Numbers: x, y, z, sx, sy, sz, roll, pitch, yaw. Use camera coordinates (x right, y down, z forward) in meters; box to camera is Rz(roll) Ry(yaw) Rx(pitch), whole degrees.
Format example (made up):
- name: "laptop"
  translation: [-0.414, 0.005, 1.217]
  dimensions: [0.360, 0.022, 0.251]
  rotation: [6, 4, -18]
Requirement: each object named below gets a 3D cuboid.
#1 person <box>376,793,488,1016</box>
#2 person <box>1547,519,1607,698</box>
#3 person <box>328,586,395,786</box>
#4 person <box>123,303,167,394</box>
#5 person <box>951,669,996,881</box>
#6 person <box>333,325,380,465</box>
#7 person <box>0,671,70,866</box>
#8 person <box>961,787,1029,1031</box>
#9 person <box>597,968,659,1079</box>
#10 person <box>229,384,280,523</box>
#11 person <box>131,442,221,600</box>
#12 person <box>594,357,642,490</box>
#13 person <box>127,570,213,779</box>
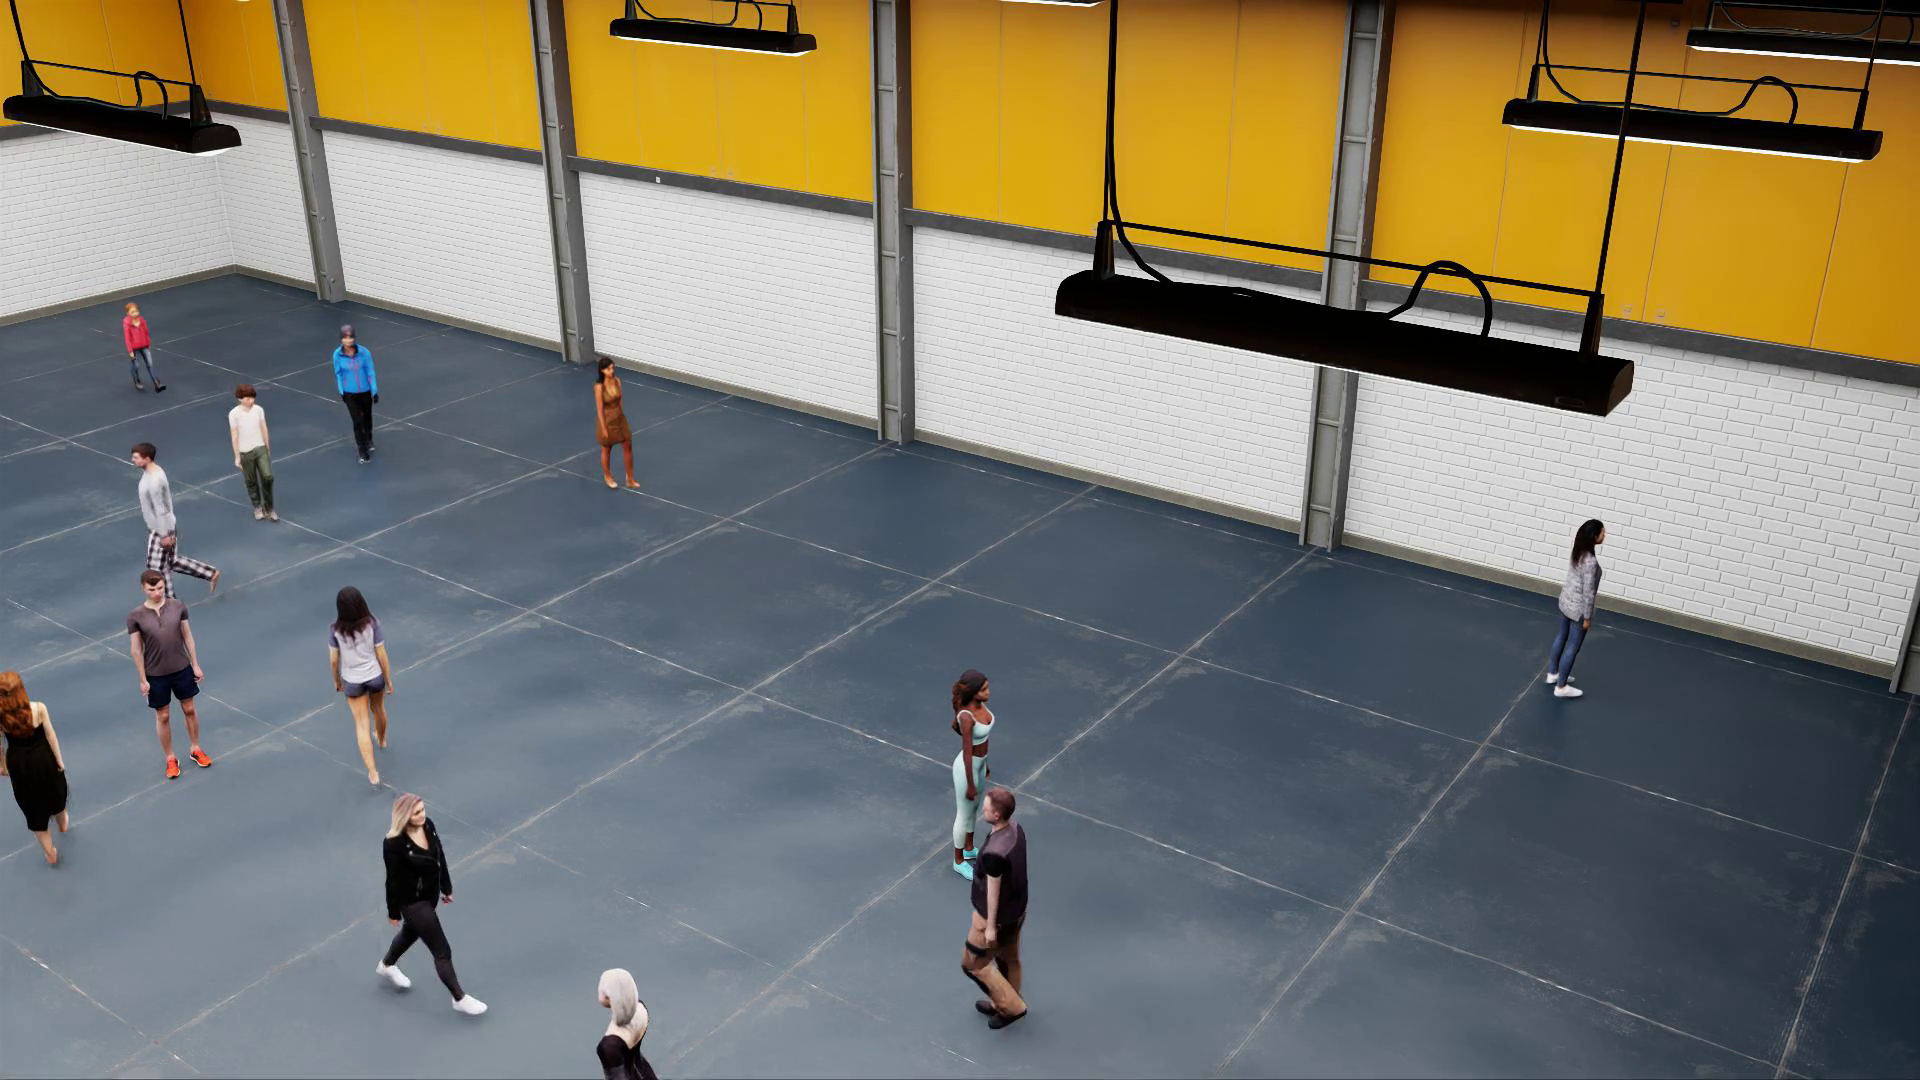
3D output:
- name: "person"
  translation: [-3.742, 2.438, 11.285]
  dimensions: [1.223, 1.637, 0.821]
  rotation: [9, 25, 19]
- name: "person"
  translation: [5.689, 0.603, 15.364]
  dimensions: [0.718, 1.731, 0.681]
  rotation: [-2, 24, -3]
- name: "person"
  translation: [-5.005, 1.246, 13.955]
  dimensions: [1.017, 1.682, 1.232]
  rotation: [-9, 25, -21]
- name: "person"
  translation: [-11.641, -2.705, 23.493]
  dimensions: [0.934, 1.280, 0.588]
  rotation: [19, 30, 37]
- name: "person"
  translation: [0.093, 1.762, 12.720]
  dimensions: [0.613, 1.725, 0.623]
  rotation: [8, 25, 17]
- name: "person"
  translation: [-7.592, -1.871, 21.002]
  dimensions: [1.105, 1.748, 1.234]
  rotation: [-8, 25, -17]
- name: "person"
  translation: [-7.162, 1.785, 12.828]
  dimensions: [0.835, 1.597, 1.015]
  rotation: [-12, 26, -26]
- name: "person"
  translation: [0.351, 2.458, 10.990]
  dimensions: [0.772, 1.835, 0.778]
  rotation: [8, 25, 17]
- name: "person"
  translation: [-1.751, 3.189, 9.391]
  dimensions: [1.242, 1.777, 0.846]
  rotation: [8, 25, 17]
- name: "person"
  translation: [-8.203, -1.028, 19.216]
  dimensions: [0.728, 1.635, 0.831]
  rotation: [-14, 27, -29]
- name: "person"
  translation: [-8.053, -0.147, 16.963]
  dimensions: [0.987, 1.825, 1.019]
  rotation: [-11, 26, -23]
- name: "person"
  translation: [-4.262, -1.407, 20.036]
  dimensions: [0.726, 1.671, 0.606]
  rotation: [17, 29, 33]
- name: "person"
  translation: [-6.701, 1.099, 14.071]
  dimensions: [0.708, 1.858, 0.645]
  rotation: [-18, 29, -35]
